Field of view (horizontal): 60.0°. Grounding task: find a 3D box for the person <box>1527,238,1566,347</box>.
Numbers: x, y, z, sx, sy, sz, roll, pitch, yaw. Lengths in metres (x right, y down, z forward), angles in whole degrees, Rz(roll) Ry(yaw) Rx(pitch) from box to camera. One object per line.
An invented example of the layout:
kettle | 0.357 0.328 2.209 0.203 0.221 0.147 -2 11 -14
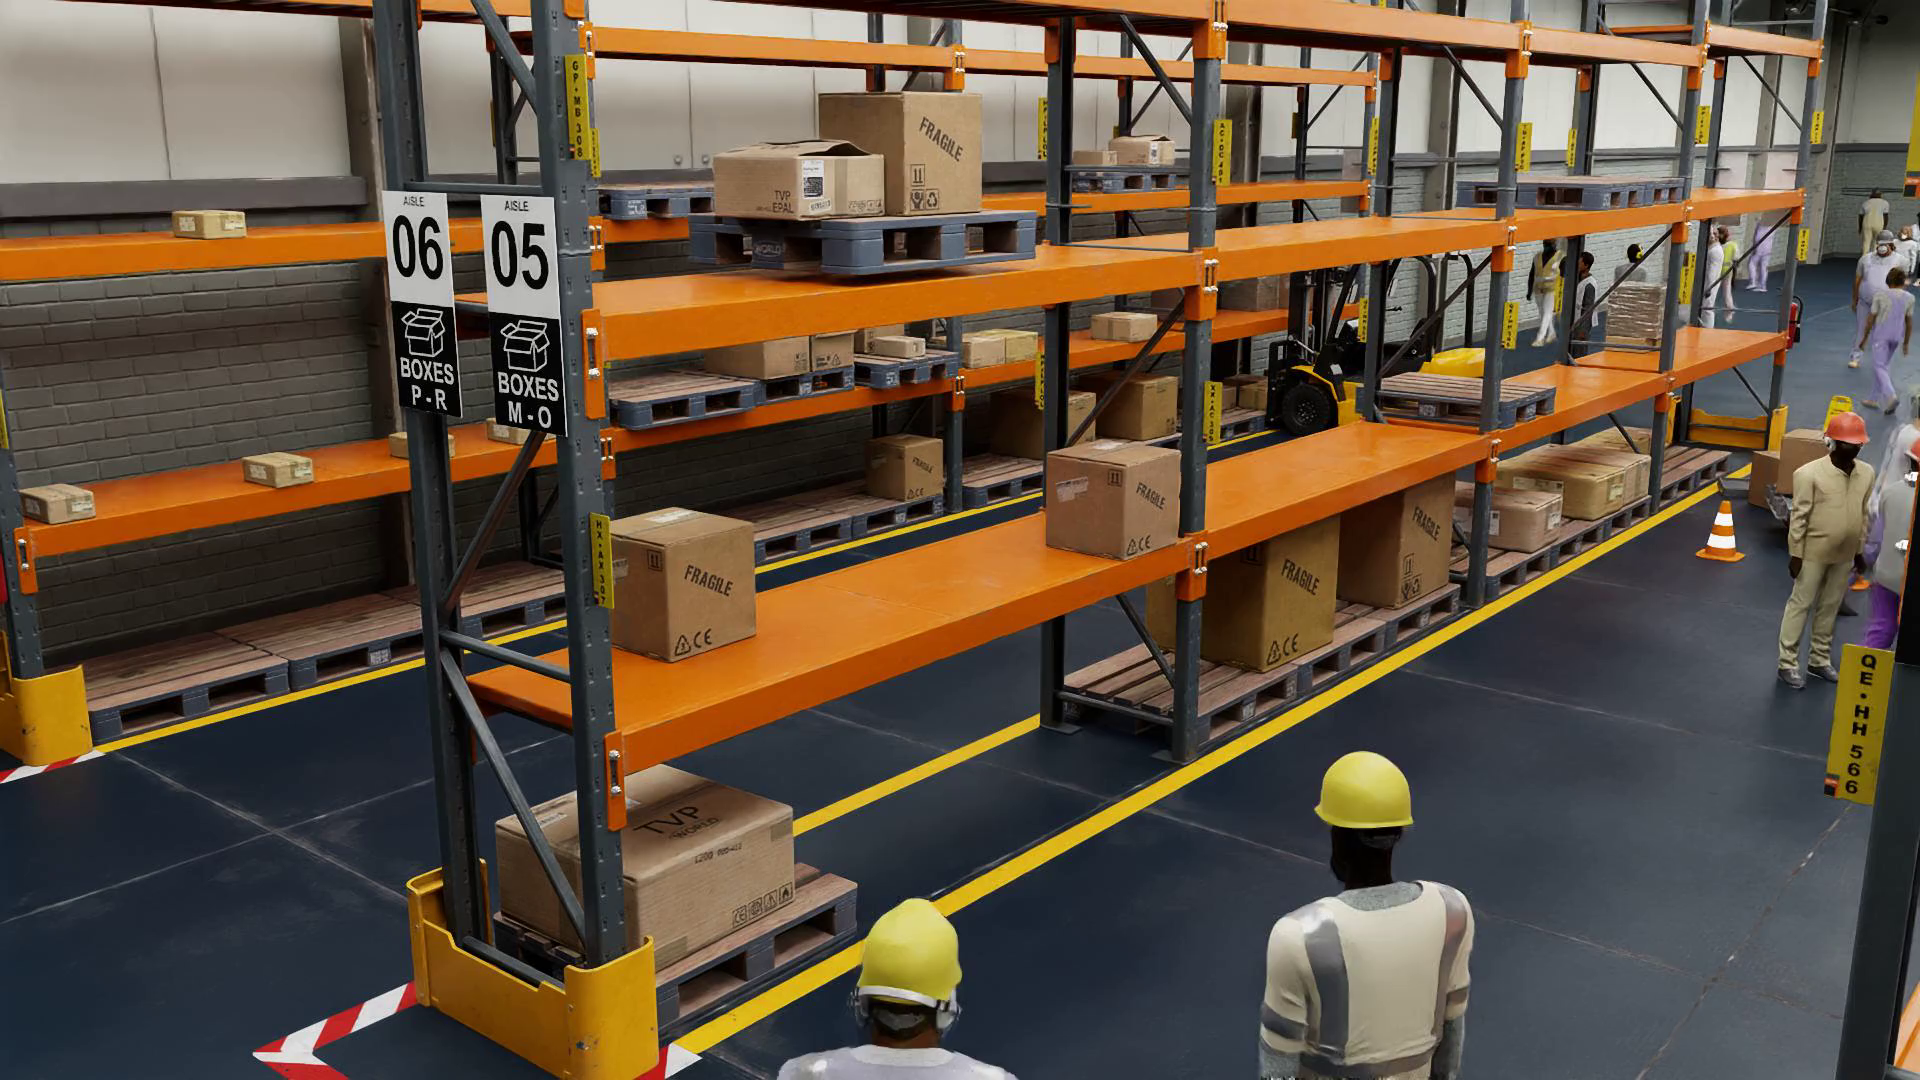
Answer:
person | 9.606 -4.076 27.192 0.956 1.795 0.639 -11 18 -38

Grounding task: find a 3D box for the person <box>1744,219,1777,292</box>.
person | 17.524 -6.352 36.321 0.743 1.863 0.463 -8 16 -29

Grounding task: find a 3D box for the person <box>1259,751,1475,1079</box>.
person | 1.032 1.475 4.325 0.592 1.916 0.476 -5 15 -20

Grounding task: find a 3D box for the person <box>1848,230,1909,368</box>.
person | 13.474 -3.526 24.423 0.689 2.000 0.538 9 16 32

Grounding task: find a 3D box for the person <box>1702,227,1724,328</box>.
person | 12.326 -4.194 27.440 0.397 1.901 0.651 5 15 18

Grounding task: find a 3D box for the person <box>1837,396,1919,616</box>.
person | 6.698 -0.250 11.819 0.943 1.689 0.588 5 15 20

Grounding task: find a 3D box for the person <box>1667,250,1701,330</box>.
person | 10.212 -3.183 23.552 0.832 1.809 0.571 -11 18 -39

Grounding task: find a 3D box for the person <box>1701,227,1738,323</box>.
person | 13.787 -4.783 30.128 1.047 1.766 0.578 -12 18 -40

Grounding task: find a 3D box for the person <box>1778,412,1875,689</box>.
person | 5.450 0.061 10.412 0.563 1.751 0.342 -3 14 -14

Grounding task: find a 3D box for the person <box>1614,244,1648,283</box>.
person | 9.687 -3.350 24.075 0.521 1.865 0.328 13 19 43

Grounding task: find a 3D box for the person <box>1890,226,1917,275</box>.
person | 18.641 -5.409 32.966 0.399 1.608 0.524 -13 19 -43

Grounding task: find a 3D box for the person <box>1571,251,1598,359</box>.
person | 8.077 -2.783 21.647 0.392 1.922 0.592 1 14 4

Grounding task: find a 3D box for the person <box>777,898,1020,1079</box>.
person | -0.127 1.666 3.760 0.609 1.806 0.623 0 14 2

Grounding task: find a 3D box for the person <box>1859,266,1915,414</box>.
person | 11.558 -2.489 20.685 0.511 1.816 0.870 -1 14 -3

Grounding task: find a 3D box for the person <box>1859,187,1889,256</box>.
person | 24.123 -8.311 43.907 0.714 2.000 0.735 11 17 37

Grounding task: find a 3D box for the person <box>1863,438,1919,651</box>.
person | 5.713 0.220 9.810 0.712 1.724 0.592 -1 14 -6

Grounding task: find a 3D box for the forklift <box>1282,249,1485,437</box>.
forklift | 4.886 -2.214 18.767 2.313 2.155 1.214 11 18 38

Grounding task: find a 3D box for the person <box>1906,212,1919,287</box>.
person | 21.477 -6.517 37.333 0.653 1.671 0.557 -11 18 -38
